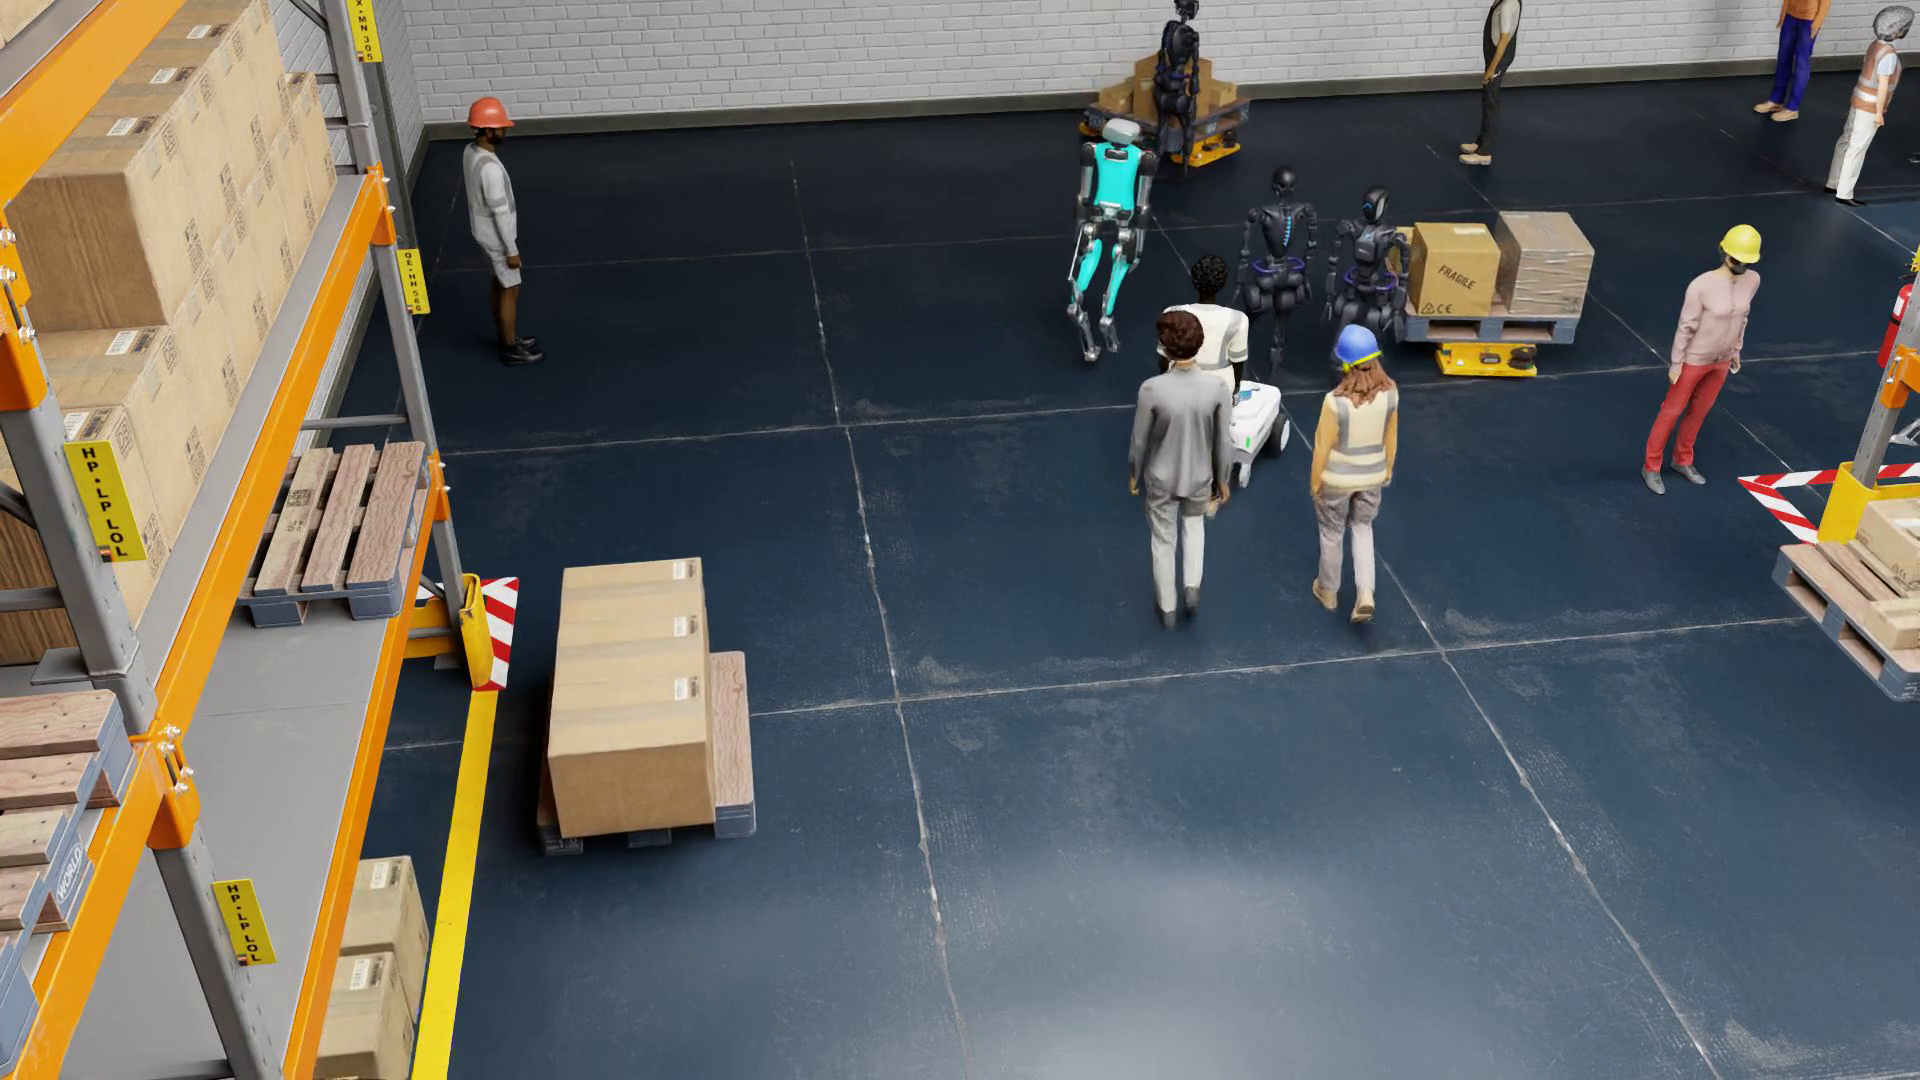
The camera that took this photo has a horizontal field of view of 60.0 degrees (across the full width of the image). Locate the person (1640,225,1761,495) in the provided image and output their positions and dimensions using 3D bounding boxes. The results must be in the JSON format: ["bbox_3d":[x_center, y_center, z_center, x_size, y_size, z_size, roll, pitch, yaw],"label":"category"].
[{"bbox_3d":[4.571,-1.100,10.169,0.532,1.765,0.322,-12,35,-17],"label":"person"}]

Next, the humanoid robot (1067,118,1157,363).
[{"bbox_3d":[1.003,-1.961,11.536,0.552,1.800,0.837,10,34,14],"label":"humanoid robot"}]

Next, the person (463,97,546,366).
[{"bbox_3d":[-3.199,-2.136,11.615,0.388,1.926,0.546,-17,37,-24],"label":"person"}]

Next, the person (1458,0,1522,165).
[{"bbox_3d":[4.825,-4.322,15.039,0.346,1.840,0.503,10,35,16],"label":"person"}]

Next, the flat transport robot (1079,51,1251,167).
[{"bbox_3d":[1.885,-3.859,15.765,1.431,0.231,0.659,28,42,36],"label":"flat transport robot"}]

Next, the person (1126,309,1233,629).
[{"bbox_3d":[1.169,-0.362,8.937,0.557,1.879,0.488,-1,33,-2],"label":"person"}]

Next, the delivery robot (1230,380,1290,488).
[{"bbox_3d":[1.814,-0.728,10.724,0.499,0.613,0.814,15,36,21],"label":"delivery robot"}]

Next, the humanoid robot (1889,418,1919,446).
[{"bbox_3d":[6.544,-1.291,10.506,0.867,1.767,0.552,1,33,2],"label":"humanoid robot"}]

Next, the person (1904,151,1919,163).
[{"bbox_3d":[9.099,-4.240,15.023,0.766,1.712,0.578,10,34,15],"label":"person"}]

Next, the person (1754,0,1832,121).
[{"bbox_3d":[8.135,-5.067,16.068,0.404,1.972,0.515,-11,35,-17],"label":"person"}]

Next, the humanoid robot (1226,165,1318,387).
[{"bbox_3d":[2.110,-1.726,11.199,0.612,1.649,0.318,-8,34,-13],"label":"humanoid robot"}]

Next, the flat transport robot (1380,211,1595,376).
[{"bbox_3d":[3.772,-1.608,12.316,0.659,0.231,1.431,1,33,2],"label":"flat transport robot"}]

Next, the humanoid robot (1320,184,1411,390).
[{"bbox_3d":[2.686,-1.567,10.979,0.597,1.639,0.569,20,38,28],"label":"humanoid robot"}]

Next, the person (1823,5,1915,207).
[{"bbox_3d":[7.790,-3.719,14.248,0.310,1.690,0.443,3,33,4],"label":"person"}]

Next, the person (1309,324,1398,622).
[{"bbox_3d":[2.135,-0.316,8.963,0.491,1.760,0.534,-6,34,-8],"label":"person"}]

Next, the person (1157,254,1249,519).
[{"bbox_3d":[1.427,-0.891,9.912,0.532,1.693,0.320,6,34,9],"label":"person"}]

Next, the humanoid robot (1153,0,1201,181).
[{"bbox_3d":[1.919,-3.995,14.692,0.452,1.649,0.609,-16,37,-23],"label":"humanoid robot"}]
